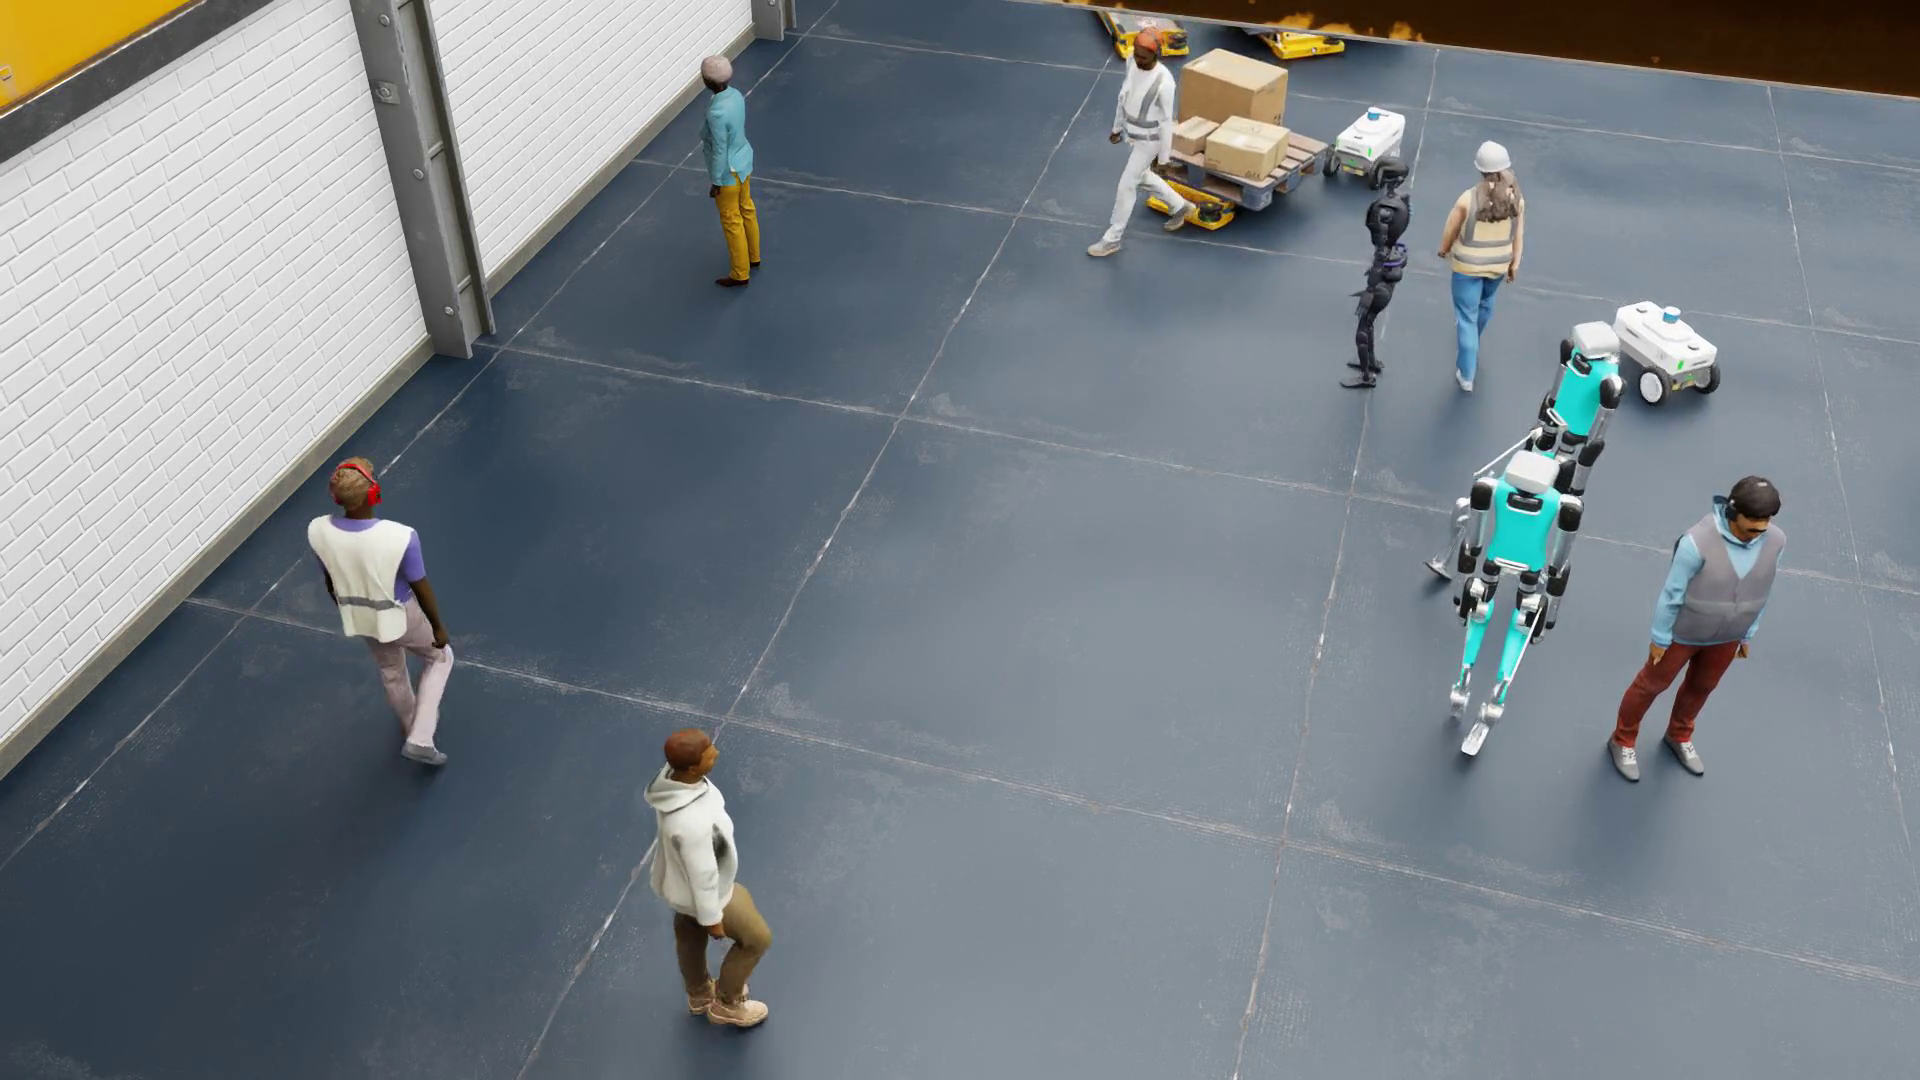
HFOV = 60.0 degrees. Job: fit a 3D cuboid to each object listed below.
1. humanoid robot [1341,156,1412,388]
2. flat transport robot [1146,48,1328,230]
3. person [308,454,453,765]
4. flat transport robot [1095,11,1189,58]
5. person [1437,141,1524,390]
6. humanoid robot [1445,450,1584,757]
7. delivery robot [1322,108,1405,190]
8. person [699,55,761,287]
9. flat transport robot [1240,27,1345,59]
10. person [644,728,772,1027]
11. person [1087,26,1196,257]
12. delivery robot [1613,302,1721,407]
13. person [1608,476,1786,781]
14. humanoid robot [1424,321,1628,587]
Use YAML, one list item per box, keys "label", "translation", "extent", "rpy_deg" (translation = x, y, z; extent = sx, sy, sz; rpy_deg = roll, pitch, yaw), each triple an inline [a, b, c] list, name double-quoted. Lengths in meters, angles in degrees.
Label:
- label: "humanoid robot"
  translation: [2.794, -1.768, 11.075]
  extent: [0.305, 1.641, 0.609]
  rpy_deg: [12, 40, 15]
- label: "flat transport robot"
  translation: [2.223, -2.969, 13.698]
  extent: [0.659, 0.231, 1.431]
  rpy_deg: [29, 47, 31]
- label: "person"
  translation: [-2.843, 0.395, 8.269]
  extent: [0.575, 1.825, 0.455]
  rpy_deg: [7, 39, 8]
- label: "flat transport robot"
  translation: [1.759, -5.105, 16.355]
  extent: [0.659, 0.231, 1.431]
  rpy_deg: [-5, 39, -7]
- label: "person"
  translation: [3.479, -1.907, 11.240]
  extent: [0.495, 1.687, 0.825]
  rpy_deg: [-3, 39, -4]
- label: "humanoid robot"
  translation: [2.656, 0.454, 8.297]
  extent: [0.561, 1.811, 0.783]
  rpy_deg: [18, 42, 21]
- label: "delivery robot"
  translation: [3.419, -3.319, 13.895]
  extent: [0.499, 0.583, 0.767]
  rpy_deg: [24, 45, 27]
- label: "person"
  translation: [-1.701, -2.697, 12.175]
  extent: [0.339, 1.751, 0.535]
  rpy_deg: [9, 40, 11]
- label: "flat transport robot"
  translation: [3.156, -5.113, 16.364]
  extent: [0.659, 0.231, 1.431]
  rpy_deg: [-11, 40, -14]
- label: "person"
  translation: [-1.050, 1.435, 7.027]
  extent: [0.516, 1.751, 0.549]
  rpy_deg: [-16, 41, -19]
- label: "person"
  translation: [1.438, -3.016, 12.501]
  extent: [0.864, 1.842, 0.630]
  rpy_deg: [-12, 40, -15]
- label: "delivery robot"
  translation: [4.817, -1.306, 11.404]
  extent: [0.499, 0.600, 0.802]
  rpy_deg: [-14, 41, -17]
- label: "person"
  translation: [3.643, 0.426, 8.202]
  extent: [0.527, 1.870, 0.416]
  rpy_deg: [-4, 39, -5]
- label: "humanoid robot"
  translation: [3.110, -0.380, 9.347]
  extent: [1.014, 1.784, 0.533]
  rpy_deg: [-8, 40, -10]
